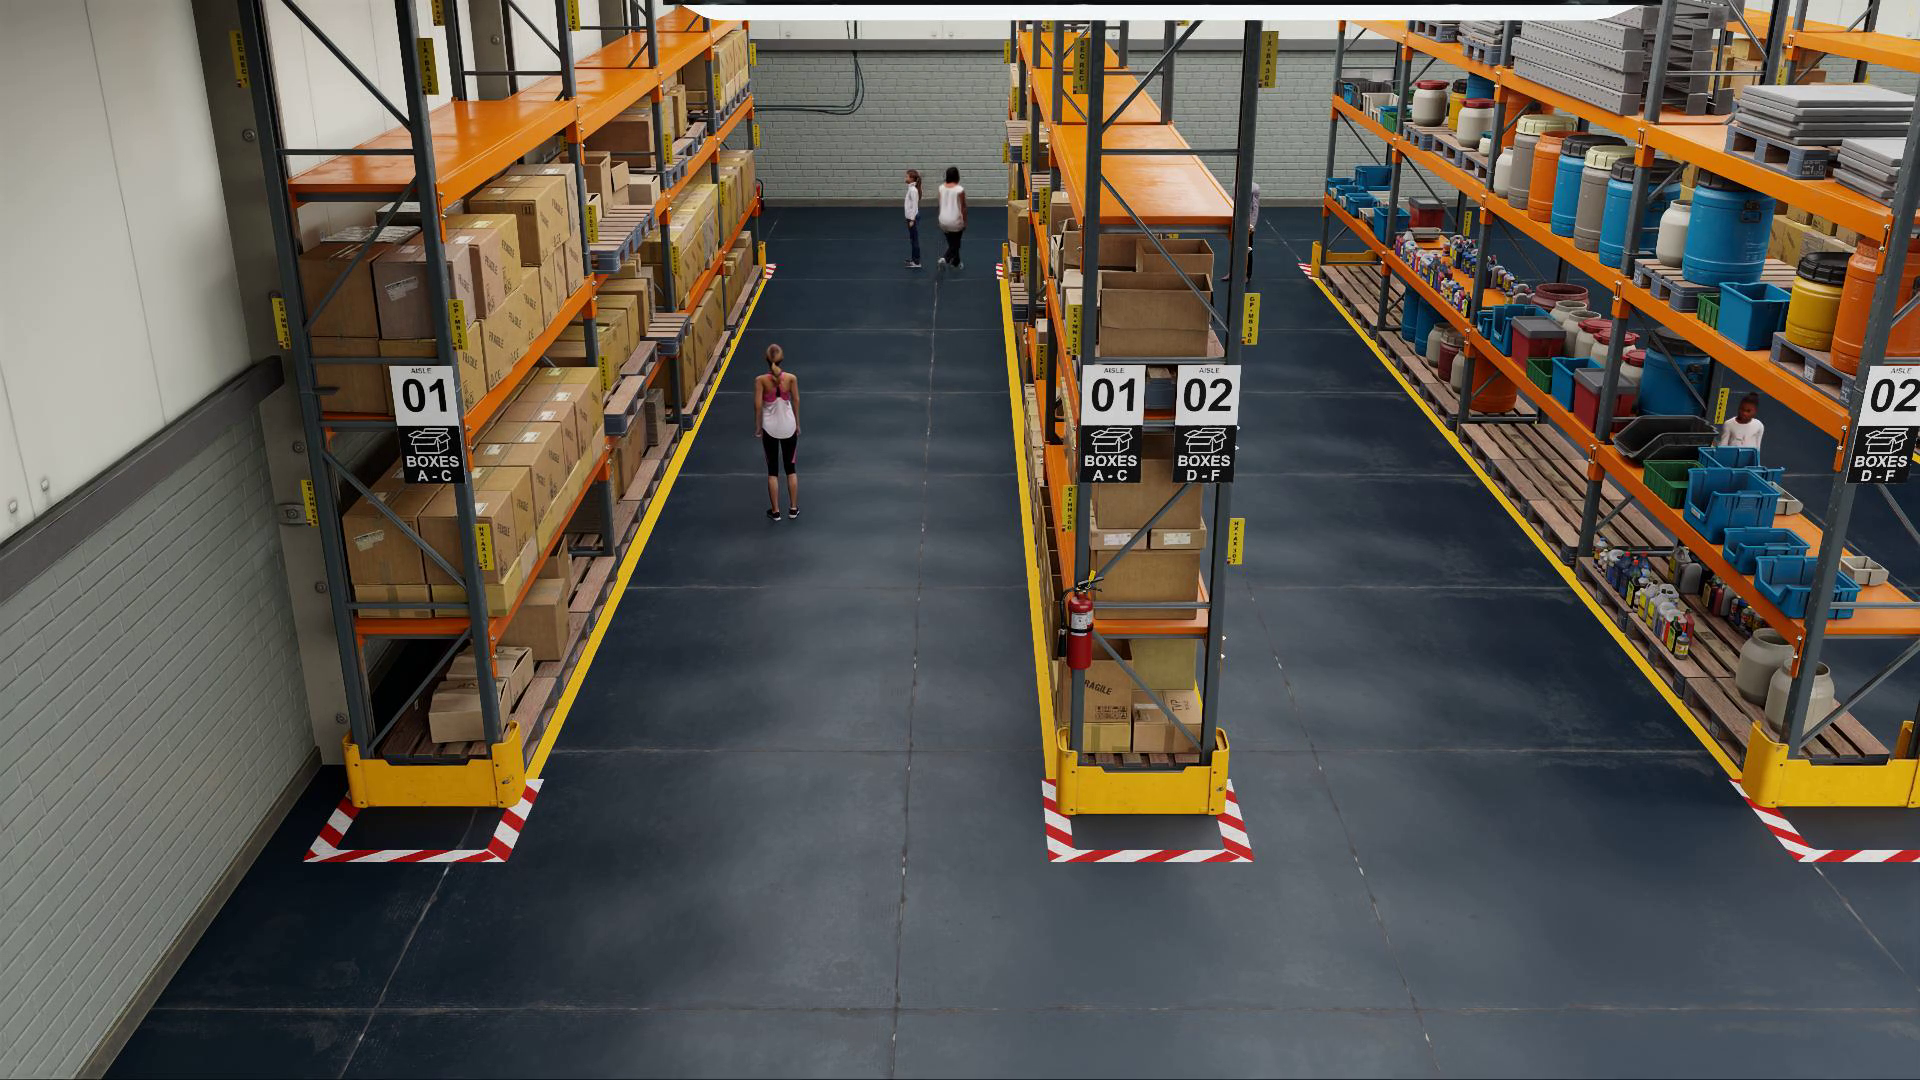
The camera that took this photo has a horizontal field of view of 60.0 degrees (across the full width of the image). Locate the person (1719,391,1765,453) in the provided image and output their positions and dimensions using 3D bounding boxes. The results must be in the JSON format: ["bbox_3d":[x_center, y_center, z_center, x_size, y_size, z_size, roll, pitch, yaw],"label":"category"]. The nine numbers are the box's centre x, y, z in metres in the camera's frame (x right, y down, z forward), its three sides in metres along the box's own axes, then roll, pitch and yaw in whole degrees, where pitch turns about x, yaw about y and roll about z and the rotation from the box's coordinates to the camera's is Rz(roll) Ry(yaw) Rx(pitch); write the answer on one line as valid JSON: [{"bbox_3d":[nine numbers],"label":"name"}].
[{"bbox_3d":[7.510,-0.739,16.076,0.562,1.457,0.538,5,23,12],"label":"person"}]

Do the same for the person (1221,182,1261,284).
[{"bbox_3d":[4.386,-4.934,25.811,0.757,1.852,0.809,20,29,39],"label":"person"}]

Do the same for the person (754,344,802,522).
[{"bbox_3d":[-1.791,-1.067,16.442,0.658,1.787,0.606,-6,23,-14],"label":"person"}]

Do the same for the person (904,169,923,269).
[{"bbox_3d":[-0.751,-5.203,26.856,0.598,1.558,0.453,-1,22,-3],"label":"person"}]

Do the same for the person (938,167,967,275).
[{"bbox_3d":[-0.150,-5.030,26.297,1.005,1.662,1.114,17,27,35],"label":"person"}]
